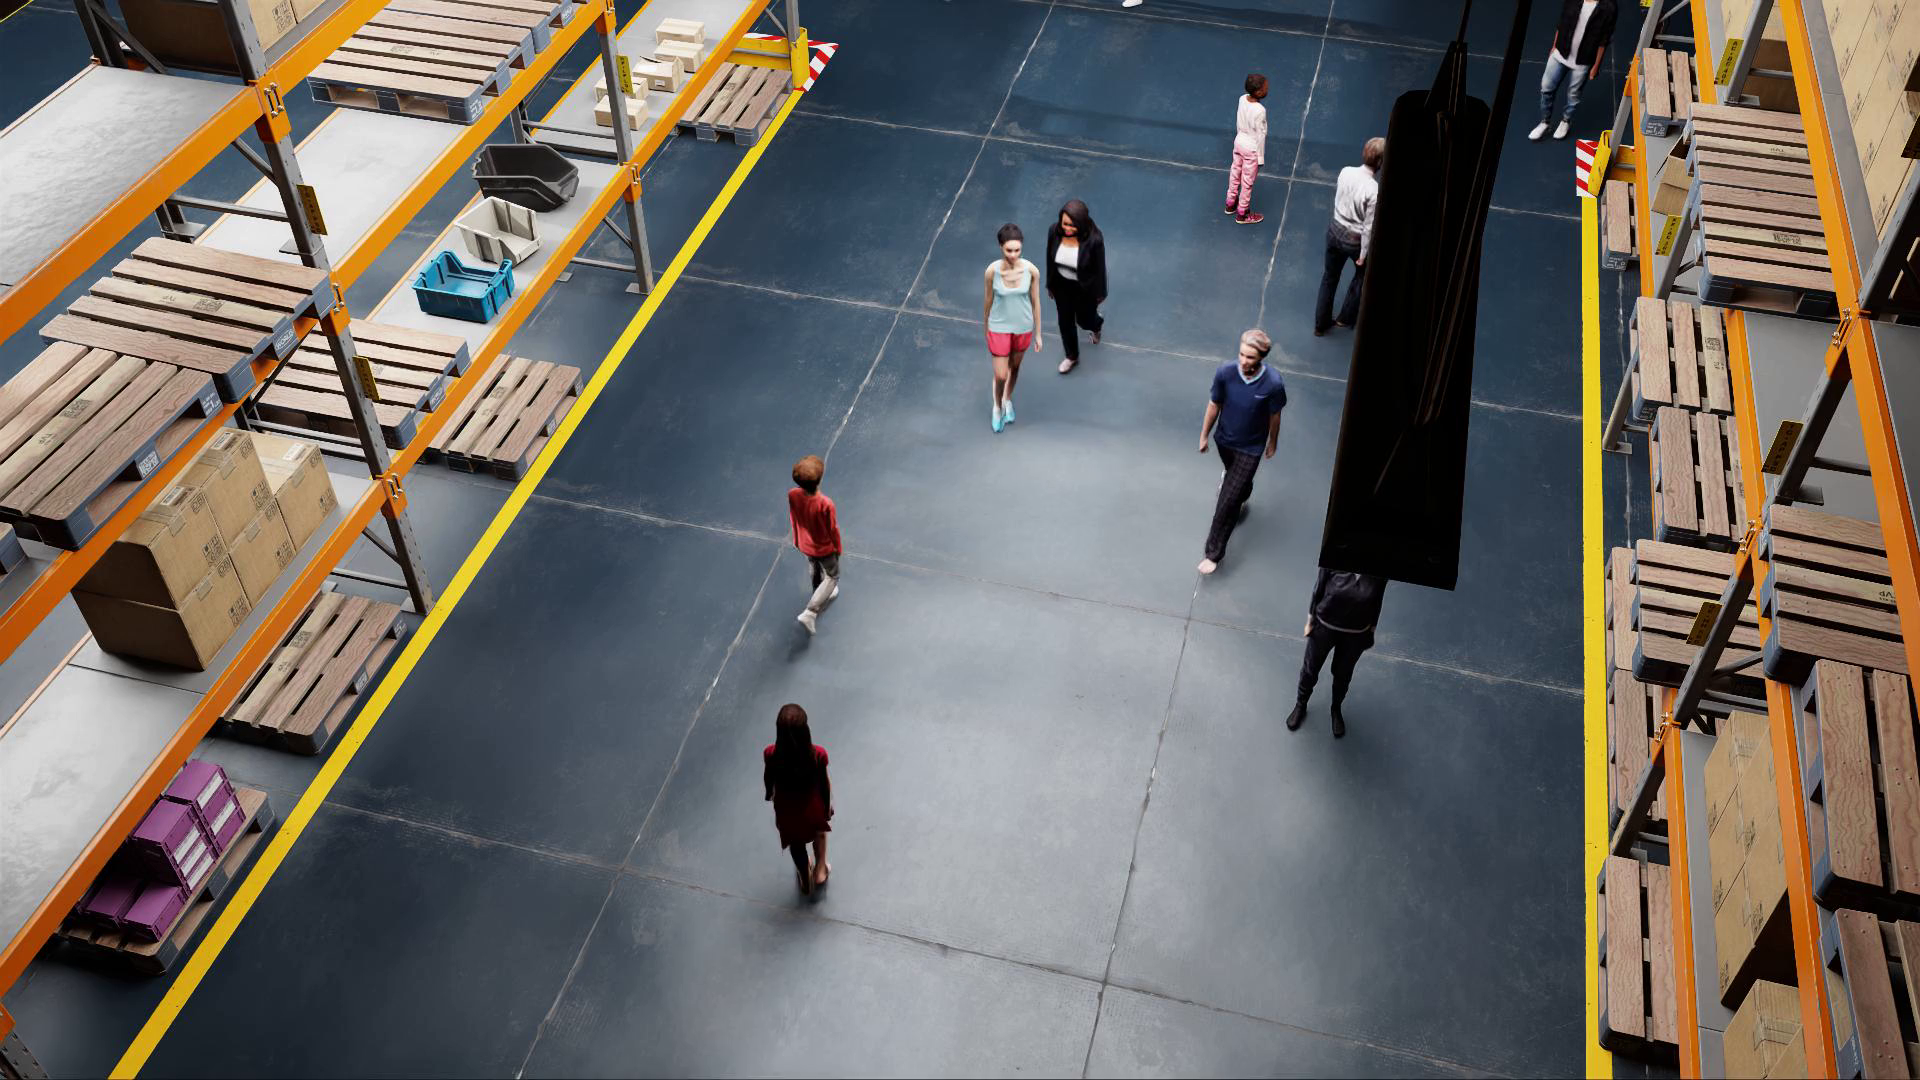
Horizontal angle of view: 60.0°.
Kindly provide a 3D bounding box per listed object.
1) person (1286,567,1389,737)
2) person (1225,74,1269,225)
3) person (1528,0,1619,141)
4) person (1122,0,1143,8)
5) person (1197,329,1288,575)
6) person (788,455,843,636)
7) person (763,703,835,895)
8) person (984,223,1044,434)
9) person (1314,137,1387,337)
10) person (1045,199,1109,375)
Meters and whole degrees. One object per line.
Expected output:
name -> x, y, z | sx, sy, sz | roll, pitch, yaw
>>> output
person -> 2.384, 0.533, 10.403 | 0.577, 1.779, 0.489 | 10, 45, 10
person -> 2.589, -3.533, 14.913 | 0.682, 1.443, 0.609 | -18, 46, -18
person -> 5.934, -4.695, 15.879 | 0.866, 1.795, 0.909 | 30, 51, 28
person -> 1.902, -6.612, 18.009 | 0.785, 1.632, 0.703 | -17, 46, -17
person -> 2.001, -0.734, 11.706 | 0.920, 1.816, 1.295 | 23, 48, 22
person -> -0.989, 0.052, 11.178 | 0.650, 1.405, 0.839 | 22, 48, 22
person -> -0.918, 1.543, 9.514 | 0.659, 1.542, 0.721 | -5, 44, -6
person -> 0.380, -1.658, 12.722 | 0.701, 1.751, 0.764 | -6, 44, -6
person -> 3.109, -2.416, 13.485 | 0.877, 1.796, 0.831 | -32, 52, -29
person -> 0.957, -2.077, 13.276 | 0.734, 1.595, 0.862 | 14, 45, 14
